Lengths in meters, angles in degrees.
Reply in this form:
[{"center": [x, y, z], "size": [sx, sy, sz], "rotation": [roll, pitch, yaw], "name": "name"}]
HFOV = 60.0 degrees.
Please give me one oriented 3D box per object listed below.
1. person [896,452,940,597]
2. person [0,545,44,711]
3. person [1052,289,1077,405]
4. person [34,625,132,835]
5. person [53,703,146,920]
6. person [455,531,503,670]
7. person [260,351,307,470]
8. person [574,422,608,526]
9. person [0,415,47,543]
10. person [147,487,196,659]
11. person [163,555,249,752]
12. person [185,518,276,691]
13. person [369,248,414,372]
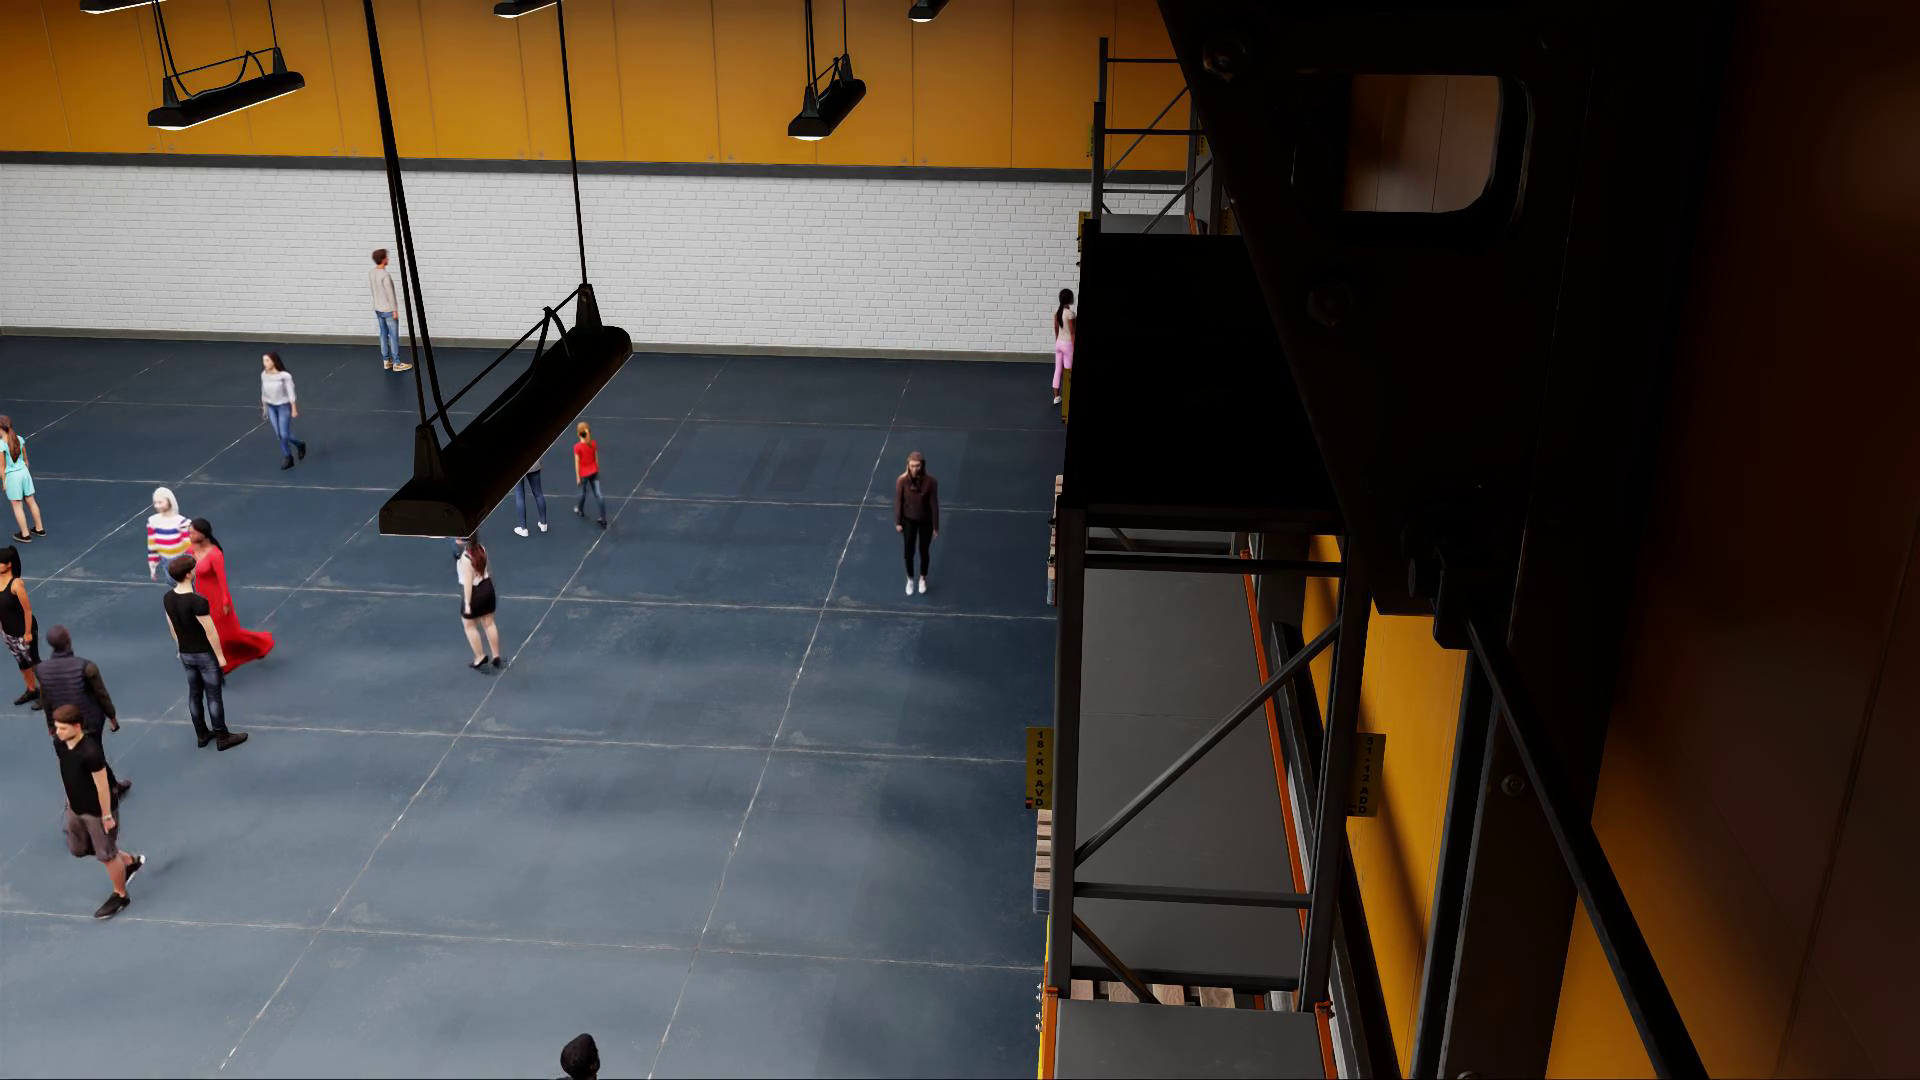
[{"center": [-0.459, -0.223, 18.410], "size": [0.656, 1.686, 0.670], "rotation": [-2, 24, -4], "name": "person"}, {"center": [-9.064, 0.834, 16.024], "size": [0.643, 1.660, 0.626], "rotation": [11, 26, 24], "name": "person"}, {"center": [1.531, -2.813, 24.264], "size": [0.713, 1.744, 0.641], "rotation": [-16, 28, -32], "name": "person"}, {"center": [-7.476, 1.620, 14.066], "size": [0.736, 1.789, 1.185], "rotation": [3, 24, 7], "name": "person"}, {"center": [-6.707, 2.048, 13.011], "size": [0.844, 1.849, 0.921], "rotation": [13, 27, 27], "name": "person"}, {"center": [-4.789, 0.568, 16.662], "size": [0.736, 1.636, 0.592], "rotation": [13, 27, 28], "name": "person"}, {"center": [-8.927, -1.733, 21.951], "size": [0.690, 1.617, 0.737], "rotation": [8, 25, 17], "name": "person"}, {"center": [-4.473, -0.777, 20.188], "size": [0.812, 1.277, 0.916], "rotation": [-16, 28, -32], "name": "person"}, {"center": [-11.209, -0.745, 19.764], "size": [0.664, 1.558, 0.551], "rotation": [9, 25, 20], "name": "person"}, {"center": [-7.990, 0.274, 17.141], "size": [0.745, 1.791, 0.856], "rotation": [6, 24, 14], "name": "person"}, {"center": [-6.993, 1.038, 15.264], "size": [0.734, 1.896, 0.668], "rotation": [9, 25, 19], "name": "person"}, {"center": [-7.286, 0.600, 16.430], "size": [0.806, 1.764, 1.093], "rotation": [10, 25, 21], "name": "person"}, {"center": [-8.913, -3.576, 25.811], "size": [0.752, 1.902, 0.773], "rotation": [18, 29, 35], "name": "person"}]
